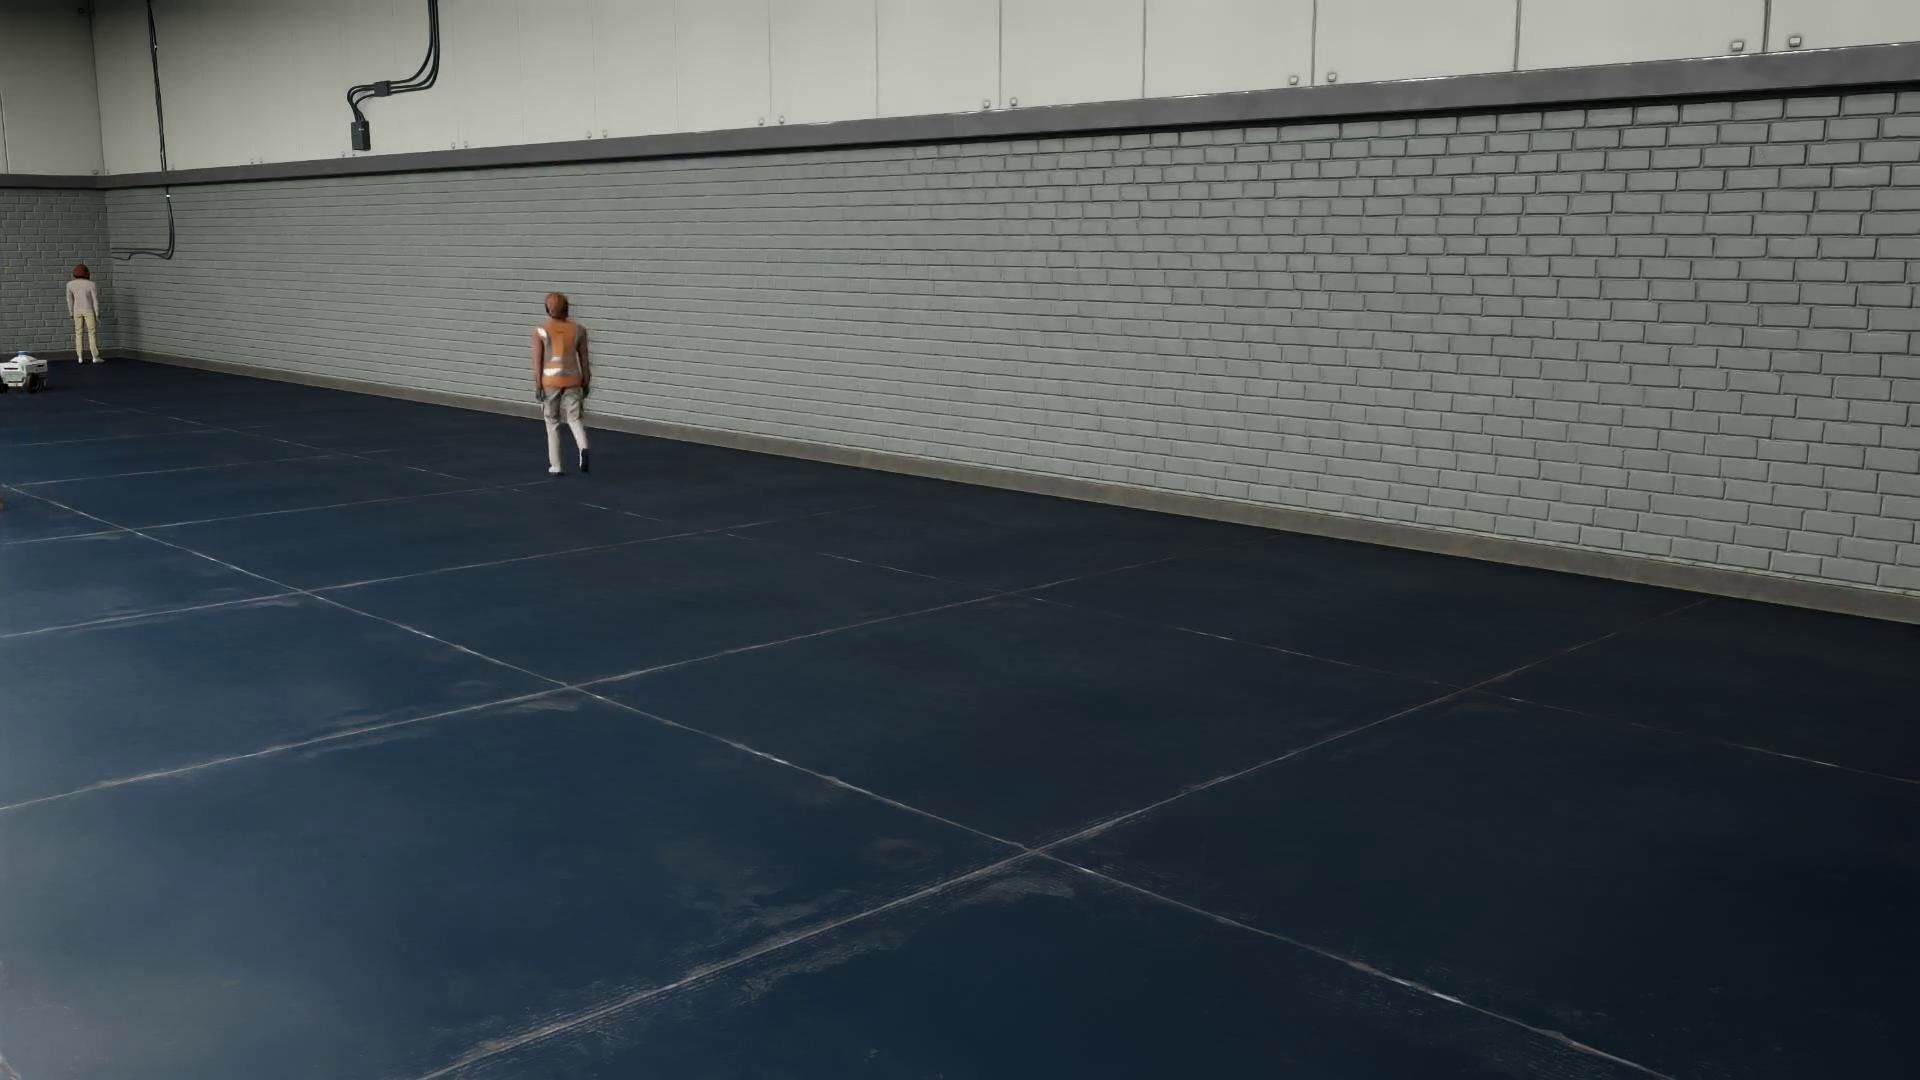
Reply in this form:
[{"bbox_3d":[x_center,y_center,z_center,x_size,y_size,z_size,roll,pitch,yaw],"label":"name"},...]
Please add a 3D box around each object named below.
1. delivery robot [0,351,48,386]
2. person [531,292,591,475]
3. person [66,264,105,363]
[{"bbox_3d":[-12.764,-2.336,22.679,0.477,0.478,0.707,-1,10,-3],"label":"delivery robot"},{"bbox_3d":[-3.474,-1.357,14.588,0.520,1.621,0.616,-6,12,-30],"label":"person"},{"bbox_3d":[-14.541,-3.756,27.621,0.501,1.632,0.280,0,10,-2],"label":"person"}]
